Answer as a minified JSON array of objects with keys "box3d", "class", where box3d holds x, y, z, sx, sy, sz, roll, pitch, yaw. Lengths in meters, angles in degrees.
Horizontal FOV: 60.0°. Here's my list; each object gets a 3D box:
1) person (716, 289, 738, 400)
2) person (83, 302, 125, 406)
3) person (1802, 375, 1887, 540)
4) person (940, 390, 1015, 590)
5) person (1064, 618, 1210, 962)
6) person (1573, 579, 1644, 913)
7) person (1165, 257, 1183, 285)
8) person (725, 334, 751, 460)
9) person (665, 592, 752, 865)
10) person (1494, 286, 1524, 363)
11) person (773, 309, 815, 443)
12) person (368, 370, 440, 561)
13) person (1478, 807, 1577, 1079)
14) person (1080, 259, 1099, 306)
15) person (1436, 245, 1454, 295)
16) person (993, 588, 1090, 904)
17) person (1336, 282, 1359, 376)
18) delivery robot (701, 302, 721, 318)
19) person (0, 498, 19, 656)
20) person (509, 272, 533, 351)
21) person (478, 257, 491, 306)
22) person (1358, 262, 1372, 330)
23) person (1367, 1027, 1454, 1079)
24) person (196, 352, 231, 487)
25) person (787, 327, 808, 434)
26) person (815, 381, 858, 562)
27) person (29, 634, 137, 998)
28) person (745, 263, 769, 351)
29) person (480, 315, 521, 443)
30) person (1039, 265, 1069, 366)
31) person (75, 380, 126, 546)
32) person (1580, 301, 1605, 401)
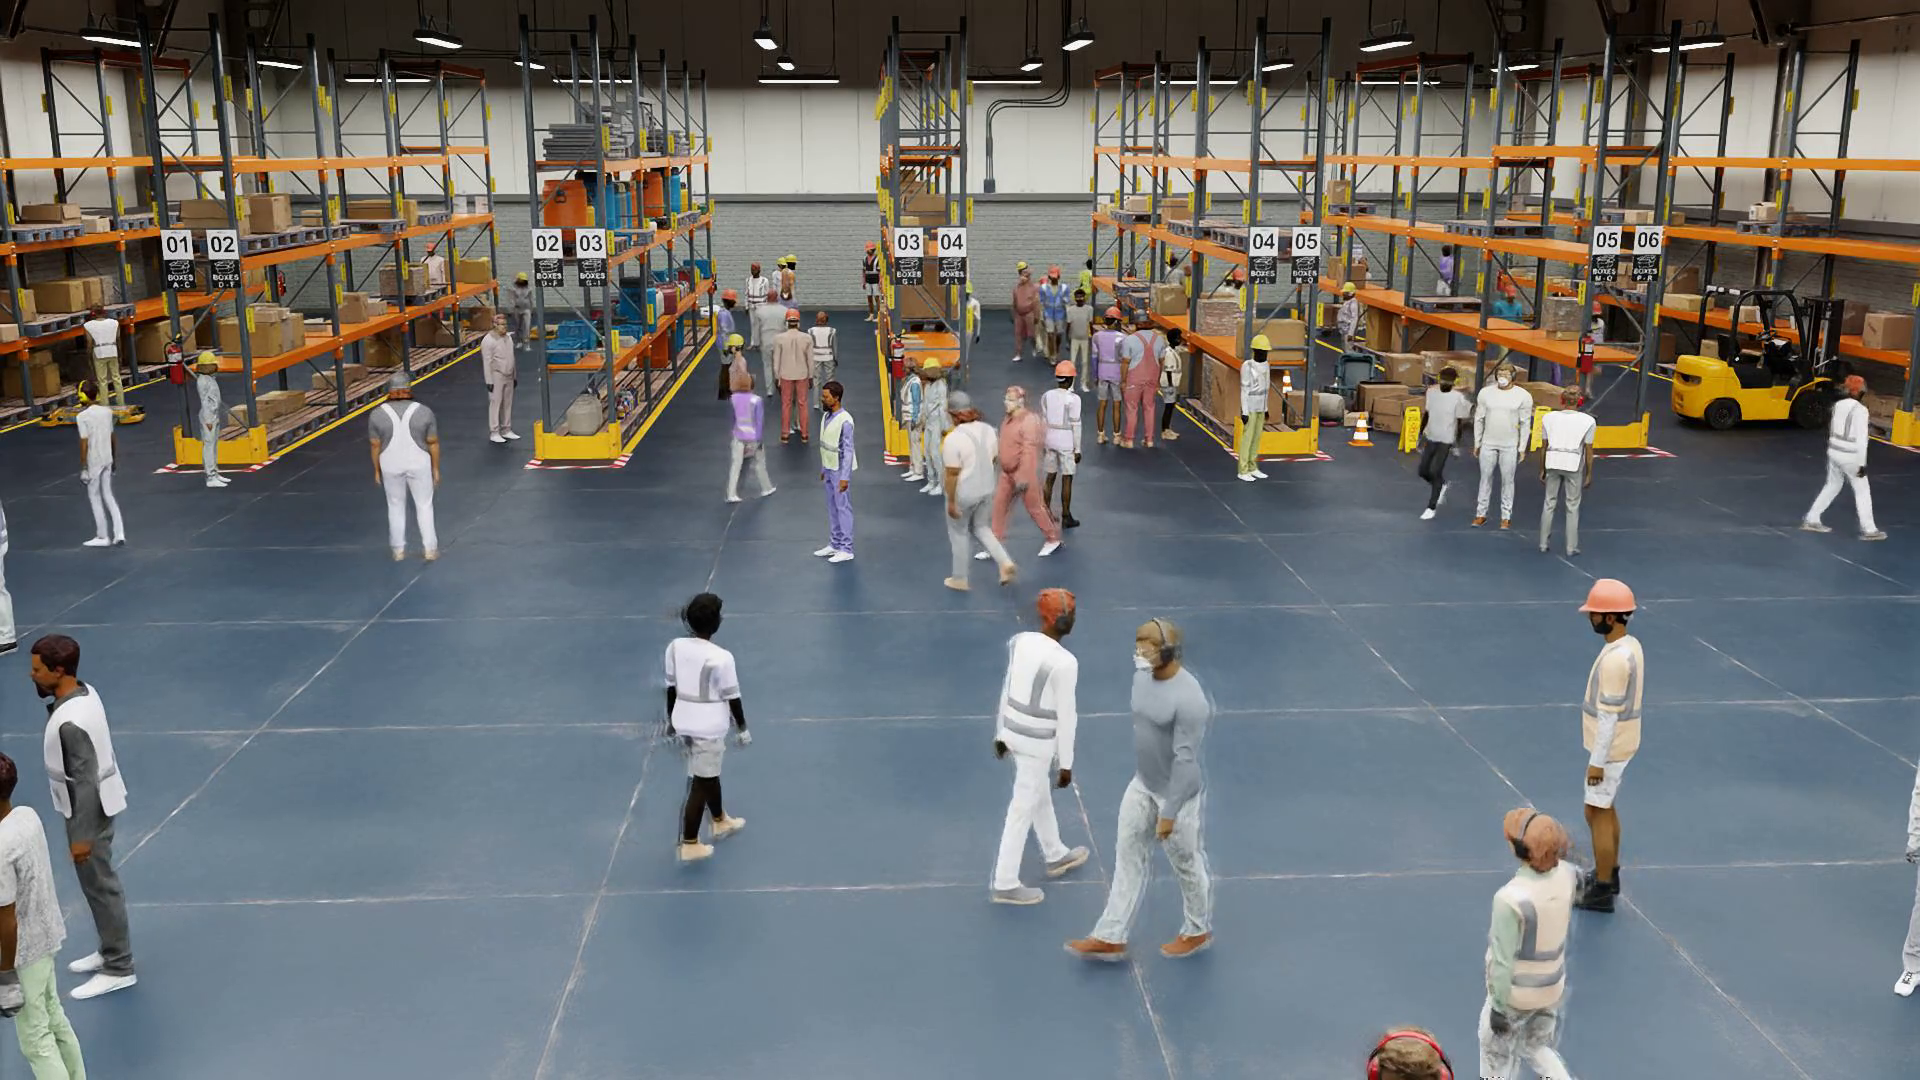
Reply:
[{"box3d":[-4.027,-3.398,28.918,0.395,1.924,0.564,1,13,3],"class":"person"},{"box3d":[-14.027,-2.971,27.289,0.389,1.838,0.563,11,17,39],"class":"person"},{"box3d":[10.034,-0.942,18.712,0.709,1.838,0.642,0,13,-1],"class":"person"},{"box3d":[0.114,-0.479,16.296,0.688,2.000,0.736,-13,18,-43],"class":"person"},{"box3d":[0.998,1.355,8.816,0.849,1.902,0.657,-7,15,-28],"class":"person"},{"box3d":[3.702,1.168,9.574,0.390,1.922,0.554,7,15,27],"class":"person"},{"box3d":[4.967,-5.718,38.979,0.576,1.827,0.931,-1,13,-6],"class":"person"},{"box3d":[-3.116,-2.010,23.370,0.316,1.769,0.523,-4,14,-17],"class":"person"},{"box3d":[-1.503,1.131,10.263,0.548,1.660,0.746,11,17,38],"class":"person"},{"box3d":[10.610,-4.060,32.185,0.582,1.702,0.895,-2,13,-8],"class":"person"},{"box3d":[-2.468,-2.432,24.691,0.617,1.986,0.400,-4,14,-15],"class":"person"},{"box3d":[-5.871,-0.797,17.642,0.688,2.000,0.536,-3,14,-13],"class":"person"},{"box3d":[2.430,1.918,7.030,0.524,1.621,0.611,-9,16,-33],"class":"person"},{"box3d":[3.168,-5.992,40.410,0.423,1.679,0.558,-12,18,-42],"class":"person"},{"box3d":[12.795,-6.852,43.758,0.434,1.824,0.649,-8,15,-30],"class":"person"},{"box3d":[0.507,1.186,9.710,0.807,1.837,0.610,-7,15,-28],"class":"person"},{"box3d":[7.330,-3.958,31.484,0.404,1.828,0.600,0,13,0],"class":"person"},{"box3d":[-6.075,-5.636,41.125,0.707,0.478,0.477,10,17,37],"class":"delivery robot"},{"box3d":[-8.419,0.094,14.314,0.403,1.831,0.595,-12,18,-40],"class":"person"},{"box3d":[-9.532,-4.975,36.110,0.520,1.715,0.803,-4,14,-17],"class":"person"},{"box3d":[-11.375,-5.896,39.873,0.375,1.755,0.540,-9,16,-34],"class":"person"},{"box3d":[9.674,-5.864,39.984,0.501,1.632,0.294,-9,16,-33],"class":"person"},{"box3d":[1.308,2.284,5.035,0.620,1.830,0.418,3,14,13],"class":"person"},{"box3d":[-9.692,-1.569,21.552,0.301,1.745,0.483,-3,14,-12],"class":"person"},{"box3d":[-2.553,-2.459,25.542,0.307,1.641,0.513,10,16,36],"class":"person"},{"box3d":[-1.302,-0.733,17.634,0.392,1.920,0.587,-7,15,-27],"class":"person"},{"box3d":[-4.504,1.402,8.591,0.372,1.916,0.596,-7,15,-26],"class":"person"},{"box3d":[-4.385,-5.026,35.896,0.584,1.882,0.345,6,14,23],"class":"person"},{"box3d":[-6.827,-2.409,24.789,0.398,1.899,0.651,5,14,22],"class":"person"},{"box3d":[1.903,-4.523,33.466,0.633,2.024,0.647,1,13,2],"class":"person"},{"box3d":[-9.408,-0.826,18.170,0.531,1.857,0.536,3,14,14],"class":"person"},{"box3d":[10.946,-3.297,28.933,0.573,1.719,0.498,-5,14,-20],"class":"person"}]
